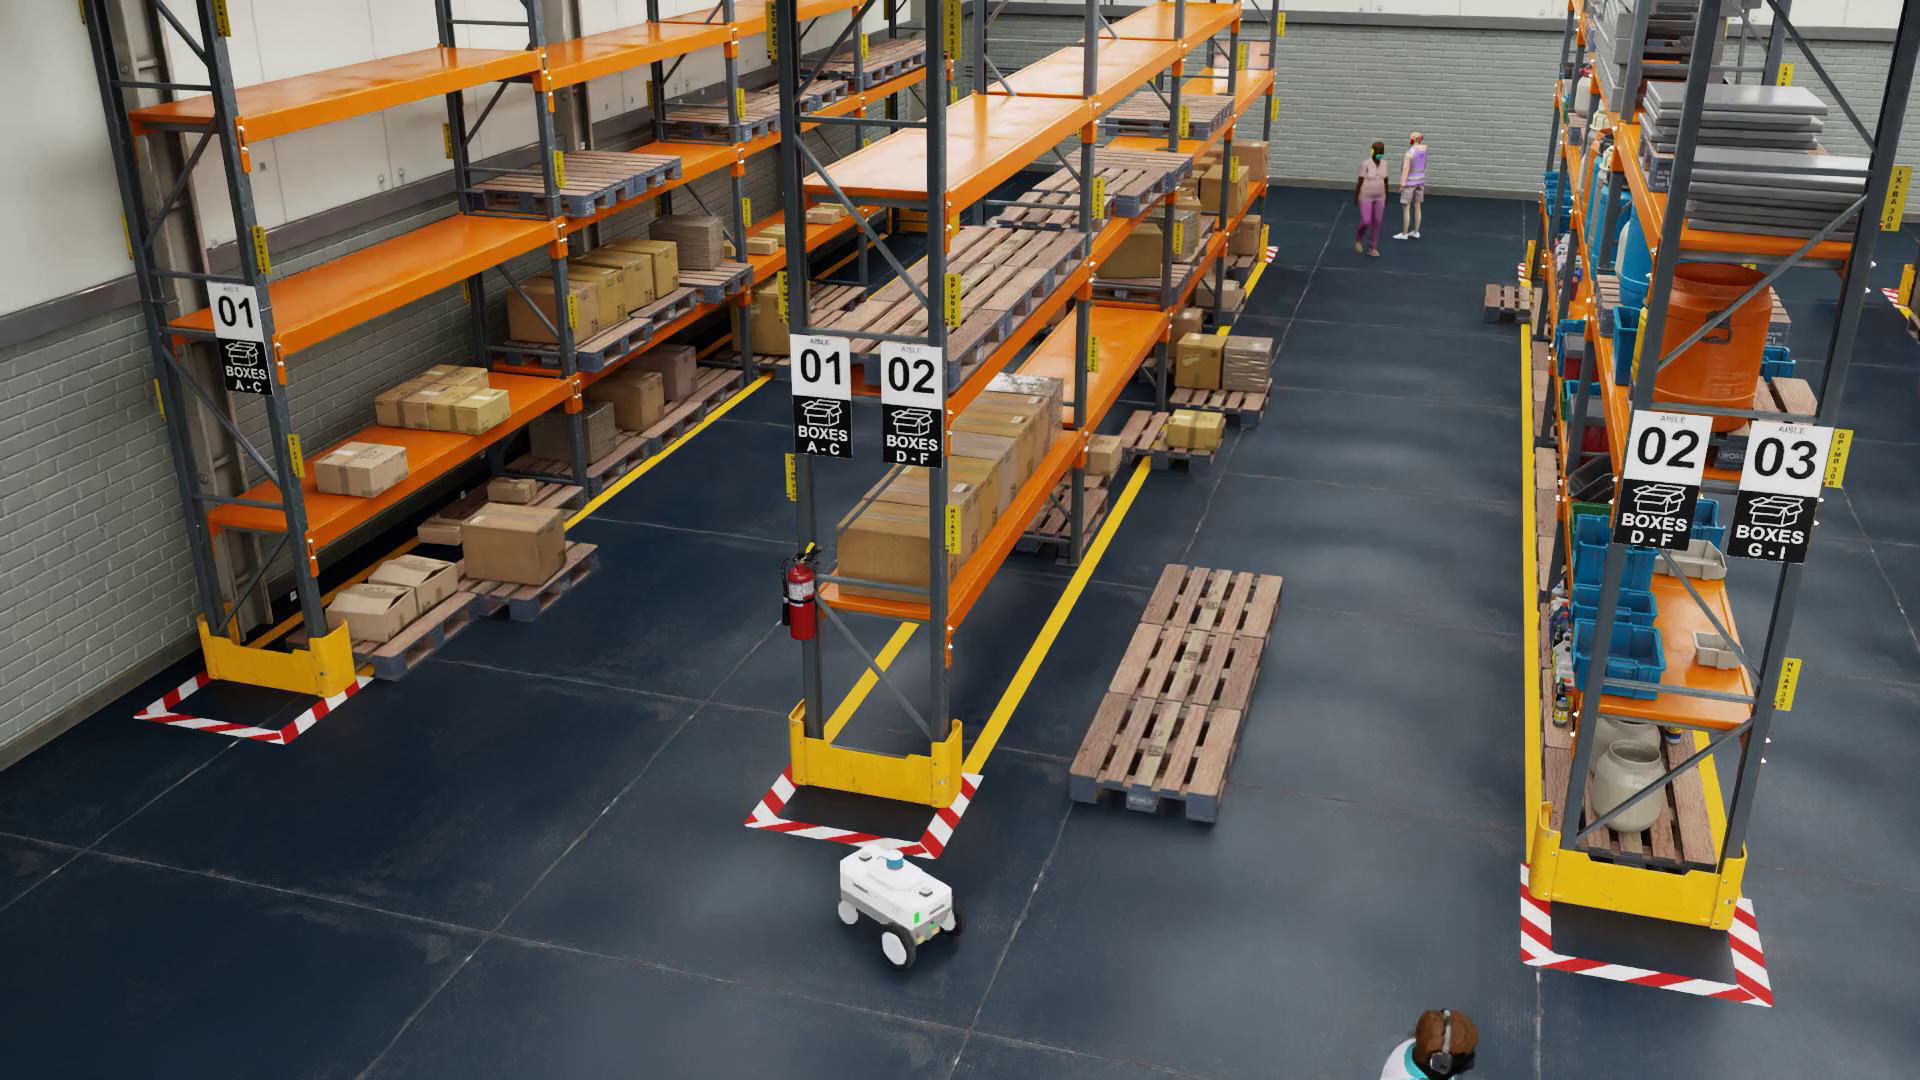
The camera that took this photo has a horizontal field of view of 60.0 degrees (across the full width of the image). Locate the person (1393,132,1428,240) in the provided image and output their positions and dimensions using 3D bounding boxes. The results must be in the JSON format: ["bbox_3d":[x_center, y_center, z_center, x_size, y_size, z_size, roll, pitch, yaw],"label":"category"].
[{"bbox_3d":[7.185,-5.621,26.417,0.489,1.688,0.350,-14,27,-29],"label":"person"}]

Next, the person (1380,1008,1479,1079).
[{"bbox_3d":[1.916,2.715,6.908,0.479,1.825,0.658,5,24,11],"label":"person"}]

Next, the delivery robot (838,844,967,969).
[{"bbox_3d":[-0.377,2.115,9.878,0.756,0.571,0.499,21,31,40],"label":"delivery robot"}]

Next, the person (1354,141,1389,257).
[{"bbox_3d":[6.255,-5.167,25.251,0.577,1.765,0.424,-6,24,-13],"label":"person"}]
